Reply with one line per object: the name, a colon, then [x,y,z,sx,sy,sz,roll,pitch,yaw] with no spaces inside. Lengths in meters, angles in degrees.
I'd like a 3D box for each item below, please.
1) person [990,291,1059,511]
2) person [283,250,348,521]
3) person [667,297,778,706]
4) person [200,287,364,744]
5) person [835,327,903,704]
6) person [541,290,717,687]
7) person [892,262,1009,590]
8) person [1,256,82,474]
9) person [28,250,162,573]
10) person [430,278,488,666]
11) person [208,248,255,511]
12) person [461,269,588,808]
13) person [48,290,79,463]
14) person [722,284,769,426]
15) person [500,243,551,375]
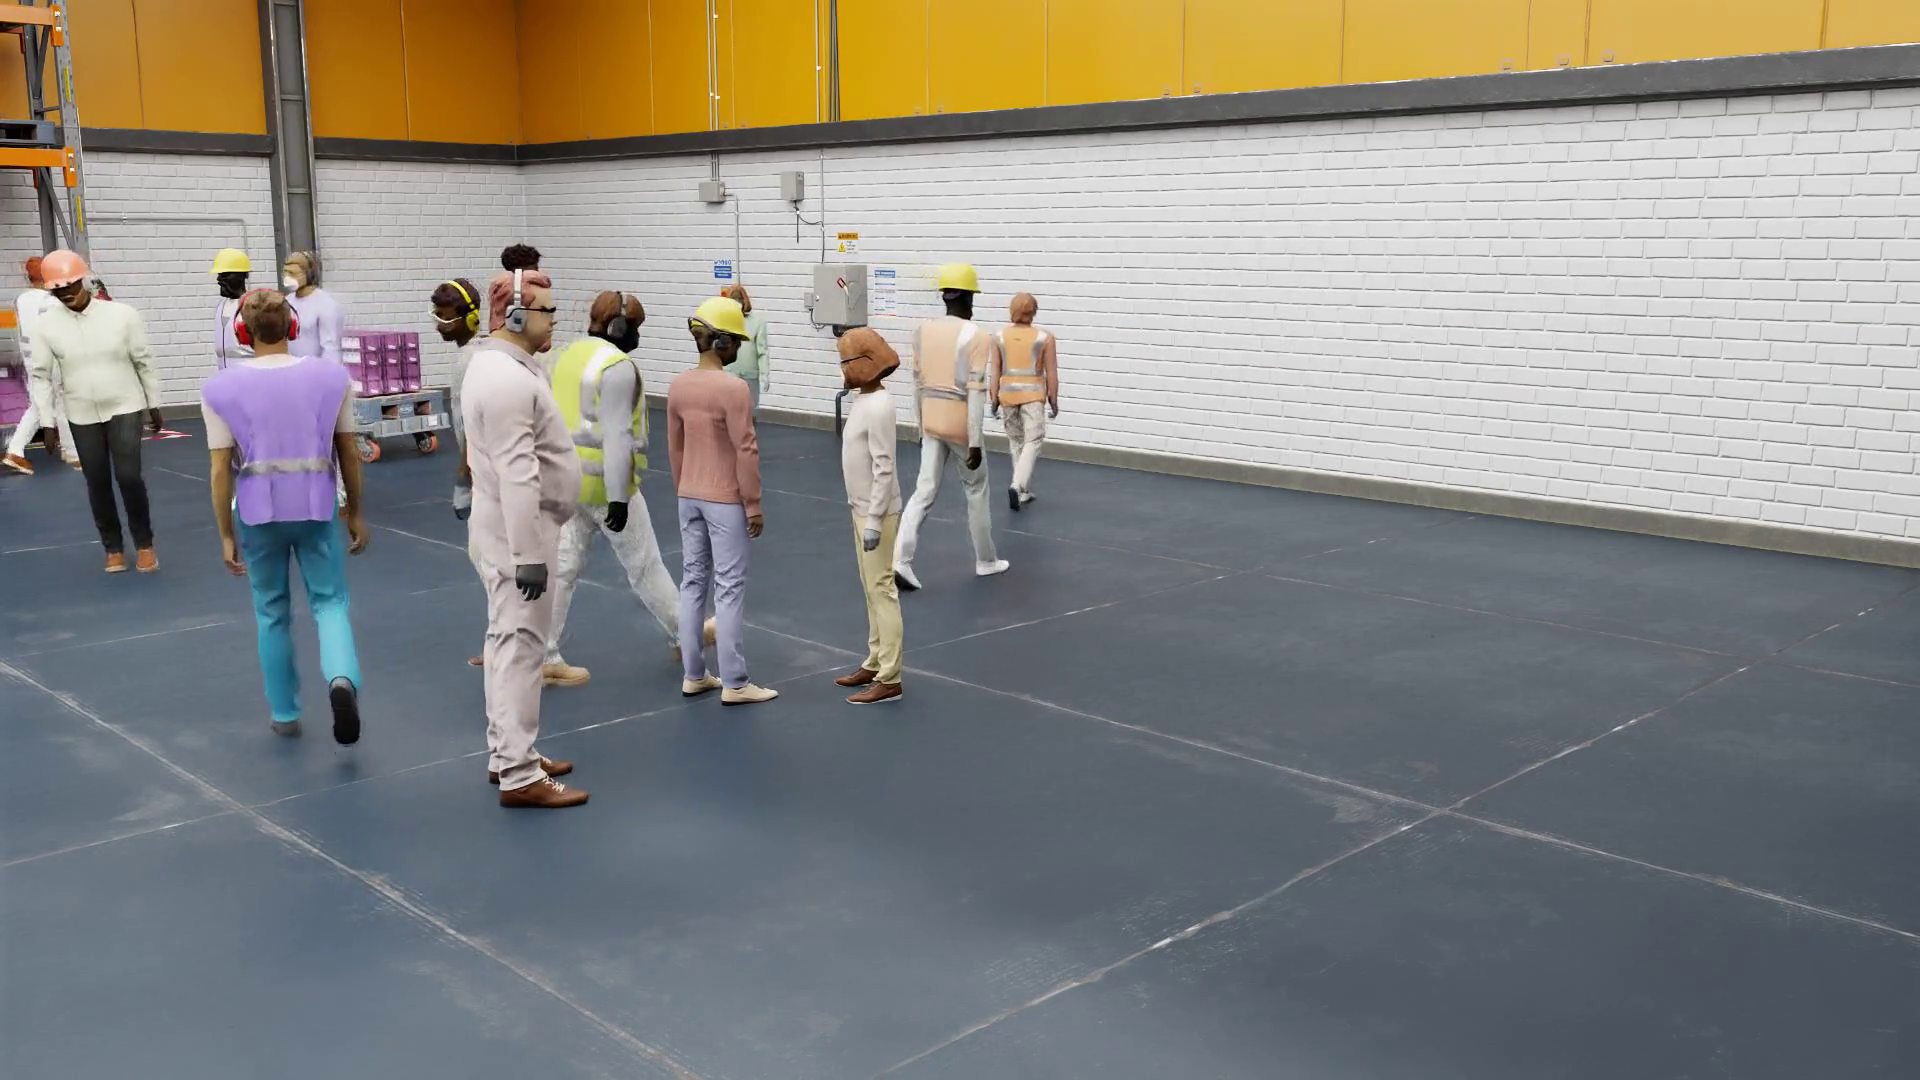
person: [0.456,-1.031,12.313,0.520,1.610,0.760,4,11,21]
person: [-4.569,-1.049,11.614,0.669,1.911,0.699,7,13,34]
person: [-1.041,-0.164,7.213,0.524,1.760,0.327,9,14,40]
person: [-2.624,-0.072,6.529,0.585,1.827,0.704,-6,12,-29]
person: [-0.396,-0.107,7.237,0.279,1.633,0.498,-2,11,-11]
person: [-1.566,-0.238,7.573,1.024,1.769,0.673,-9,14,-41]
person: [-0.085,-0.657,9.591,0.598,1.879,1.013,8,13,38]
person: [-7.765,-1.478,14.126,0.592,1.855,0.867,4,11,23]
person: [-5.101,-0.735,9.849,0.641,1.933,0.664,-4,11,-20]
person: [-2.209,-0.325,7.905,0.433,1.829,0.686,0,10,1]
person: [-5.206,-1.141,12.075,0.587,1.927,0.367,6,12,31]
person: [-1.547,-0.006,5.950,0.403,1.904,0.652,-4,11,-20]
person: [-7.945,-1.609,14.871,0.429,1.841,0.631,-6,12,-31]
person: [-1.923,-1.422,14.470,0.495,1.611,0.723,-3,11,-16]
person: [-2.935,-1.005,11.222,0.367,1.967,0.606,-2,11,-11]
